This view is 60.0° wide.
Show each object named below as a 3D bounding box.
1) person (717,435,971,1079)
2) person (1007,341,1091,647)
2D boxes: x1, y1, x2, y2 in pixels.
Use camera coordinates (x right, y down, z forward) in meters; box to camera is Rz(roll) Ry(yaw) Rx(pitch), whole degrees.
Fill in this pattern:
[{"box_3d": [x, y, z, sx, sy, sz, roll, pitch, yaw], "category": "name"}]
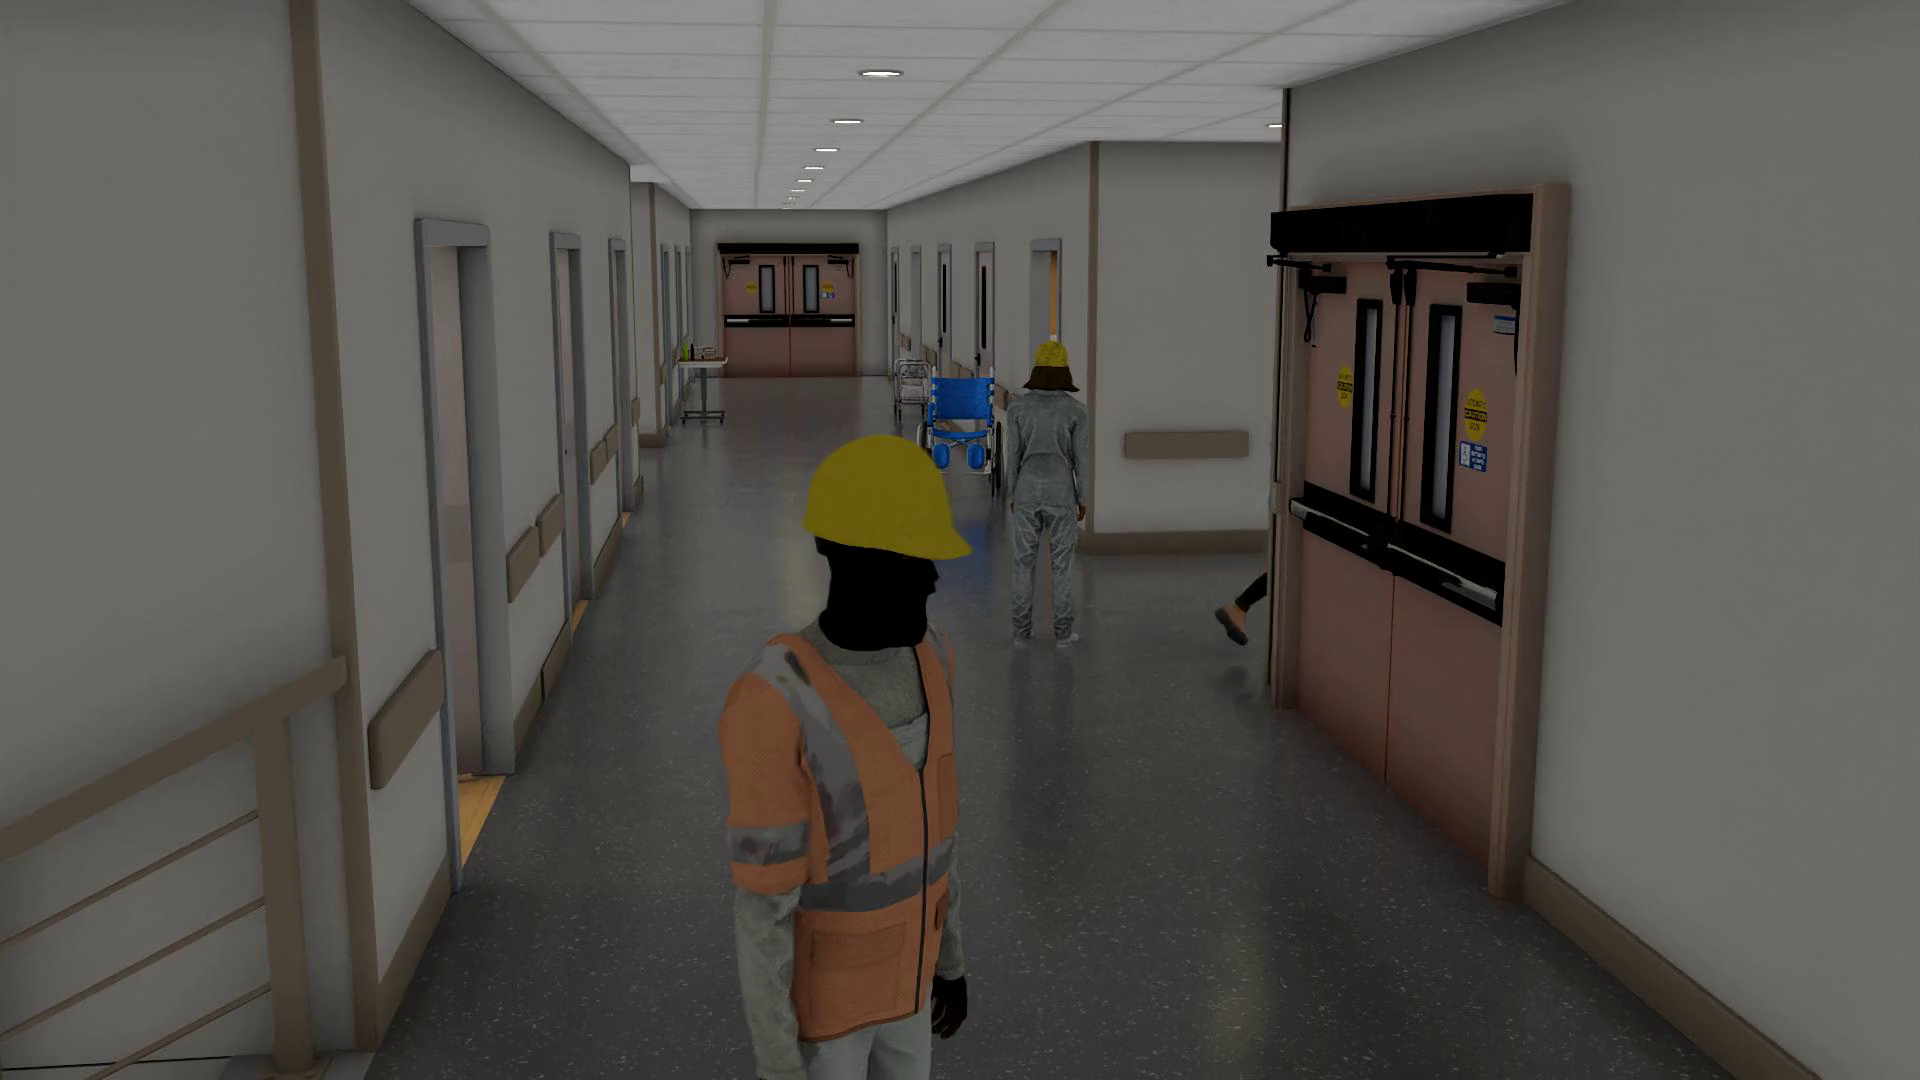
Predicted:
[{"box_3d": [-0.162, 0.769, 2.918, 0.398, 1.920, 0.586, 6, 11, 31], "category": "person"}, {"box_3d": [0.501, -0.260, 9.447, 0.479, 1.733, 0.347, 2, 10, 12], "category": "person"}]
